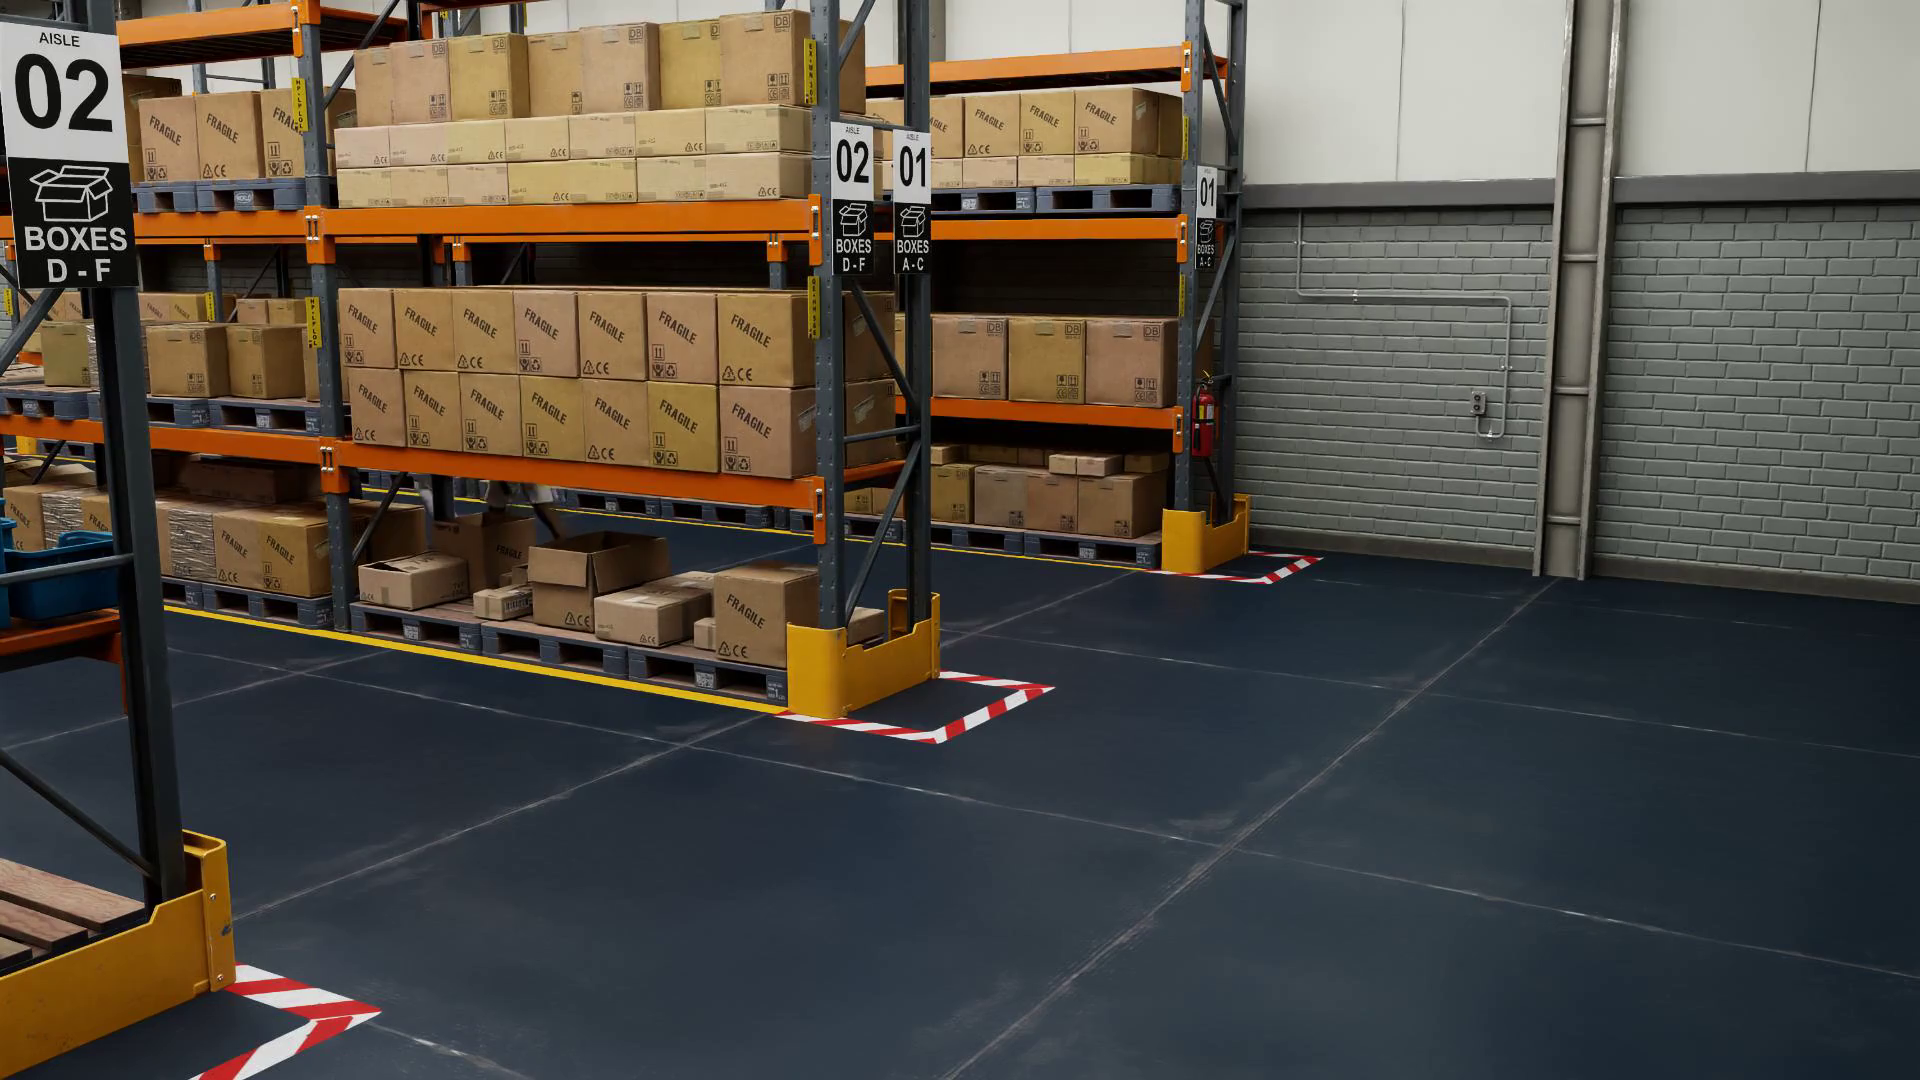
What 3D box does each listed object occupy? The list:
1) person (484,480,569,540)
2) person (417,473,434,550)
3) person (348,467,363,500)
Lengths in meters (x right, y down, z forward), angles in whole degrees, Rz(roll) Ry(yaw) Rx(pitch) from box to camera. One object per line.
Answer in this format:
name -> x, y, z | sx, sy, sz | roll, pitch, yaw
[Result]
person -> -3.308, -0.607, 12.621 | 1.027, 2.007, 0.601 | 6, 11, 31
person -> -4.387, -0.773, 14.041 | 0.572, 1.843, 0.585 | -8, 12, -39
person -> -5.671, -0.988, 15.082 | 0.386, 1.918, 0.596 | 7, 12, 34
